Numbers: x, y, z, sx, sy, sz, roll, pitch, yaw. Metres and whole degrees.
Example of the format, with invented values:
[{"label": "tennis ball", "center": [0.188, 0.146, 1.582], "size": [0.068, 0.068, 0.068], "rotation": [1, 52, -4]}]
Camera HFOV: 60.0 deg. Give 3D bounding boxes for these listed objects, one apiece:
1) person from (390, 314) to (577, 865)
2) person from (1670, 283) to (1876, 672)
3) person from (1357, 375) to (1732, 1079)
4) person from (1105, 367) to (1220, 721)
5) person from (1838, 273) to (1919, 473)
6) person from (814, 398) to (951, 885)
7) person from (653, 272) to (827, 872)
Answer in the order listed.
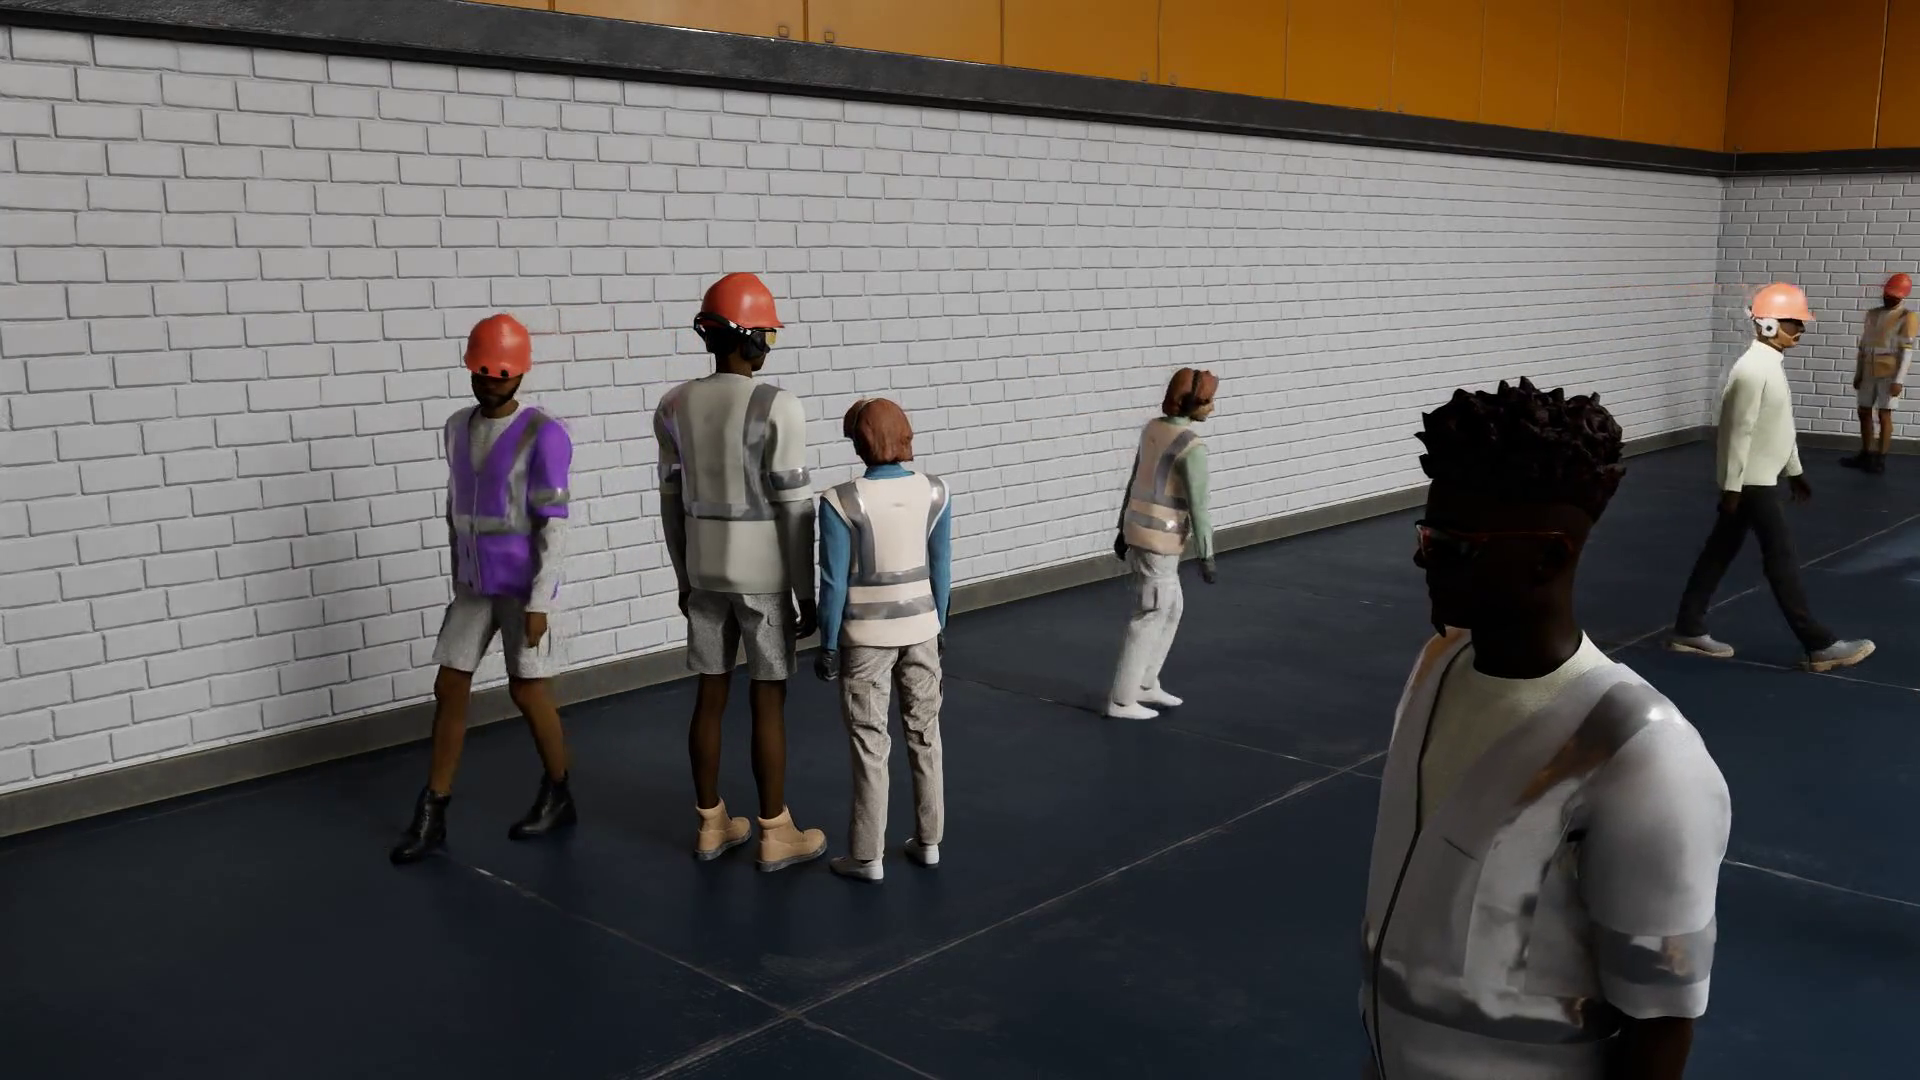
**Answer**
[{"label": "person", "center": [-1.658, 0.170, 5.830], "size": [0.594, 1.892, 0.719], "rotation": [5, 11, 27]}, {"label": "person", "center": [4.157, -0.313, 8.433], "size": [0.996, 1.946, 0.615], "rotation": [6, 11, 29]}, {"label": "person", "center": [0.717, 0.764, 2.242], "size": [0.367, 1.967, 0.600], "rotation": [-2, 10, -13]}, {"label": "person", "center": [0.890, 0.032, 7.415], "size": [0.509, 1.599, 0.538], "rotation": [-3, 10, -16]}, {"label": "person", "center": [8.724, -1.574, 15.792], "size": [0.376, 1.898, 0.692], "rotation": [-3, 10, -18]}, {"label": "person", "center": [-0.250, 0.340, 5.592], "size": [0.513, 1.638, 0.309], "rotation": [-7, 12, -33]}, {"label": "person", "center": [-0.743, 0.116, 5.712], "size": [0.608, 2.044, 0.371], "rotation": [5, 11, 27]}]
